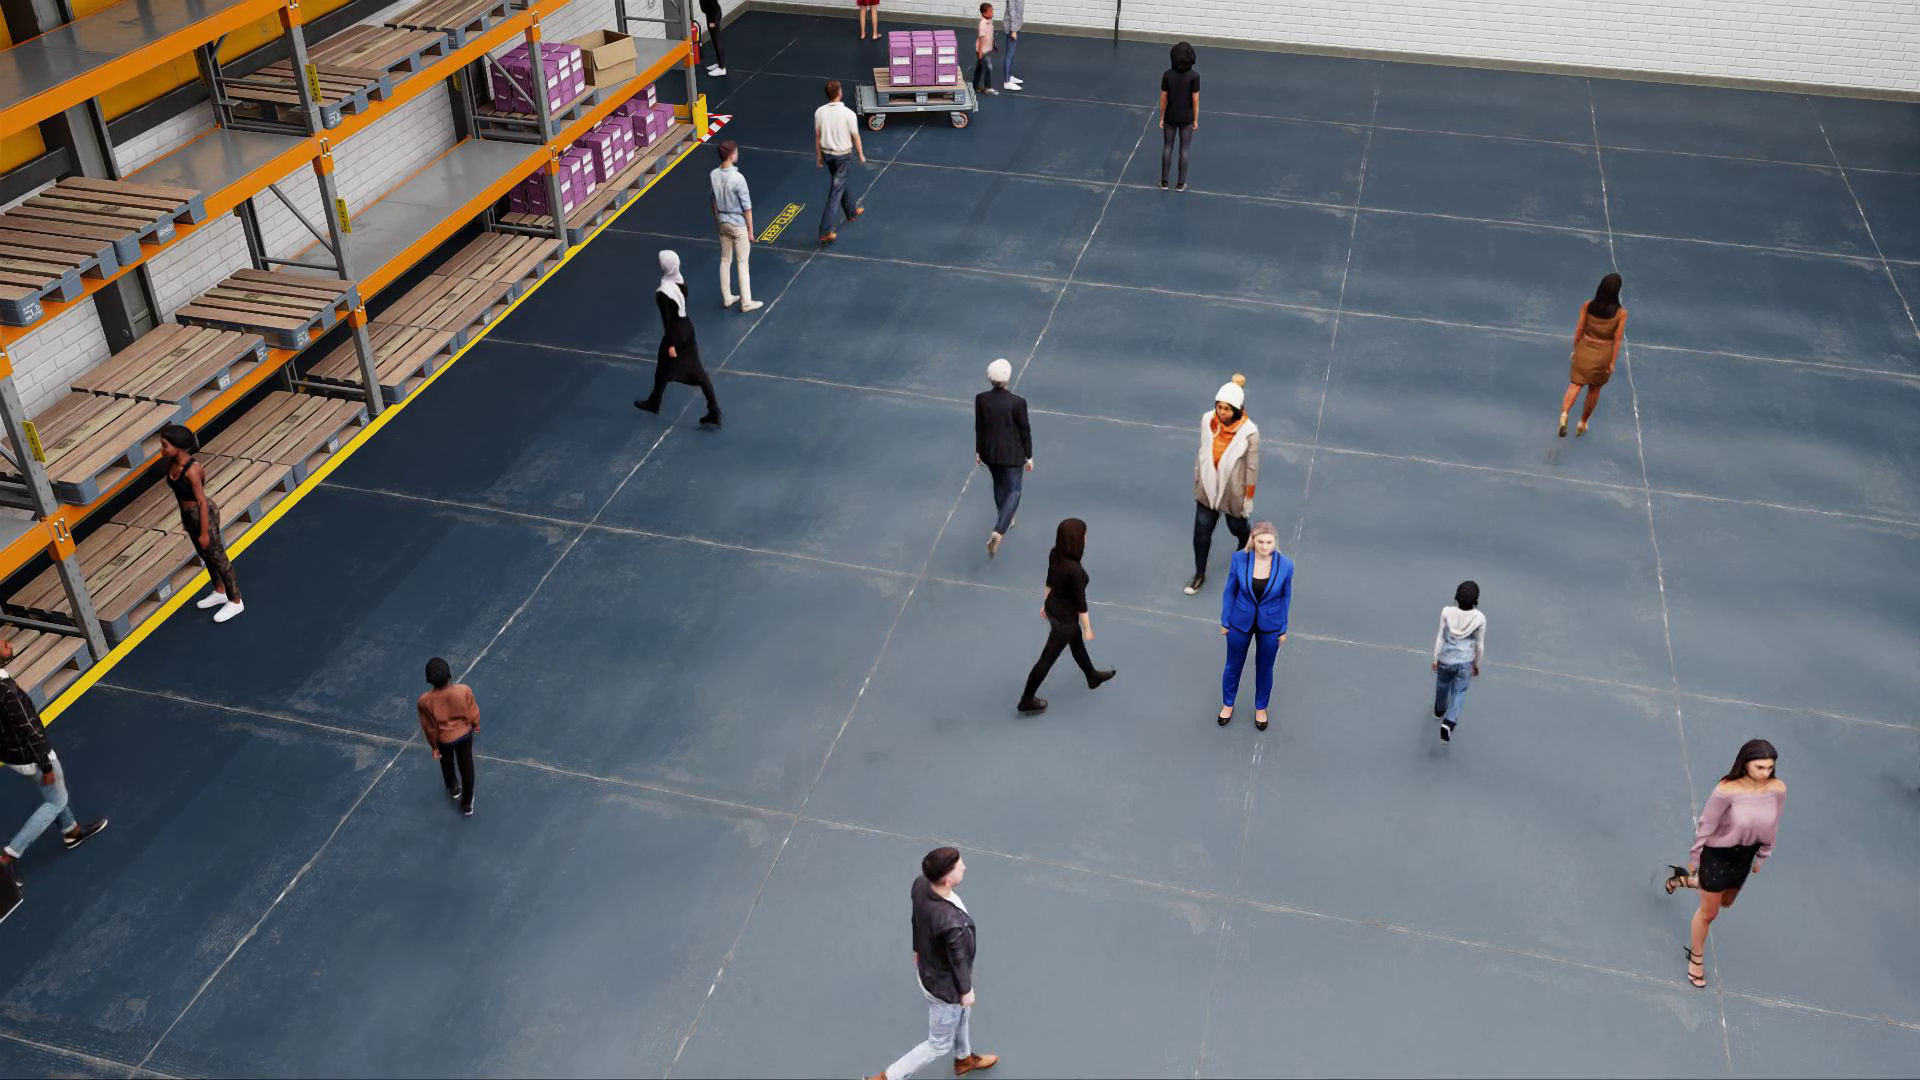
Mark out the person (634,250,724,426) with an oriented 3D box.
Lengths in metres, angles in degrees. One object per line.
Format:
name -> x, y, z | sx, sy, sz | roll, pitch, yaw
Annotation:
person -> -2.534, -1.823, 15.476 | 0.780, 1.724, 1.130 | 13, 36, 18

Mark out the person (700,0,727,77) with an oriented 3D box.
person -> -3.589, -7.645, 24.271 | 0.739, 1.685, 0.610 | -5, 34, -7

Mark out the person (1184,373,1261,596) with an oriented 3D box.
person -> 2.190, -0.499, 13.346 | 0.890, 1.877, 1.141 | 18, 38, 25

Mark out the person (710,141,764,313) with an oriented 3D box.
person -> -2.411, -3.333, 17.638 | 0.713, 1.846, 0.652 | 20, 39, 27

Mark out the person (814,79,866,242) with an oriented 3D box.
person -> -1.457, -4.329, 19.178 | 0.874, 1.801, 1.324 | 17, 37, 23

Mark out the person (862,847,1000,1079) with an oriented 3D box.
person -> -0.159, 2.412, 9.026 | 1.102, 1.812, 1.133 | -12, 35, -17

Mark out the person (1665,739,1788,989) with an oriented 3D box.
person -> 4.515, 1.838, 9.900 | 0.824, 1.800, 1.035 | -2, 34, -2

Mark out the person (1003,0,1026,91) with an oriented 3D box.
person -> 0.752, -7.364, 23.806 | 0.689, 1.732, 0.488 | 5, 34, 8

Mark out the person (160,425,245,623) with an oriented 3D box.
person -> -5.934, -0.156, 12.990 | 0.659, 1.700, 0.678 | 28, 43, 36

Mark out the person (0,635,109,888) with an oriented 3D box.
person -> -6.017, 1.398, 10.562 | 0.886, 1.800, 1.126 | 20, 38, 27

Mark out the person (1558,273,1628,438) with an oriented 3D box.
person -> 5.782, -1.634, 15.238 | 0.747, 1.673, 0.954 | 21, 39, 29

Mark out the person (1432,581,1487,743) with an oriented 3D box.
person -> 3.528, 0.862, 11.868 | 0.510, 1.247, 0.796 | 11, 35, 16

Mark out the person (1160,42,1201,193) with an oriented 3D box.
person -> 2.692, -5.205, 20.471 | 0.641, 1.827, 0.527 | 10, 35, 14

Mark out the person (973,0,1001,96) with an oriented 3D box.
person -> 0.281, -6.981, 23.628 | 0.604, 1.291, 0.570 | 4, 34, 6

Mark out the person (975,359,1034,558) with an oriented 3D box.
person -> 0.380, -0.661, 13.887 | 0.851, 1.765, 1.070 | 14, 36, 20

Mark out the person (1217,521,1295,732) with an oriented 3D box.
person -> 2.104, 0.595, 11.859 | 0.633, 1.701, 0.561 | 6, 34, 9

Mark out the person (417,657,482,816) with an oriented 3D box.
person -> -3.395, 1.339, 11.155 | 0.679, 1.241, 0.747 | -10, 35, -14

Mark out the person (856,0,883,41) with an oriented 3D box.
person -> -1.437, -8.563, 25.772 | 0.561, 1.552, 0.618 | 5, 34, 8

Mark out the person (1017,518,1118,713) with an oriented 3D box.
person -> 0.672, 0.586, 11.966 | 1.070, 1.599, 1.083 | -13, 36, -18
